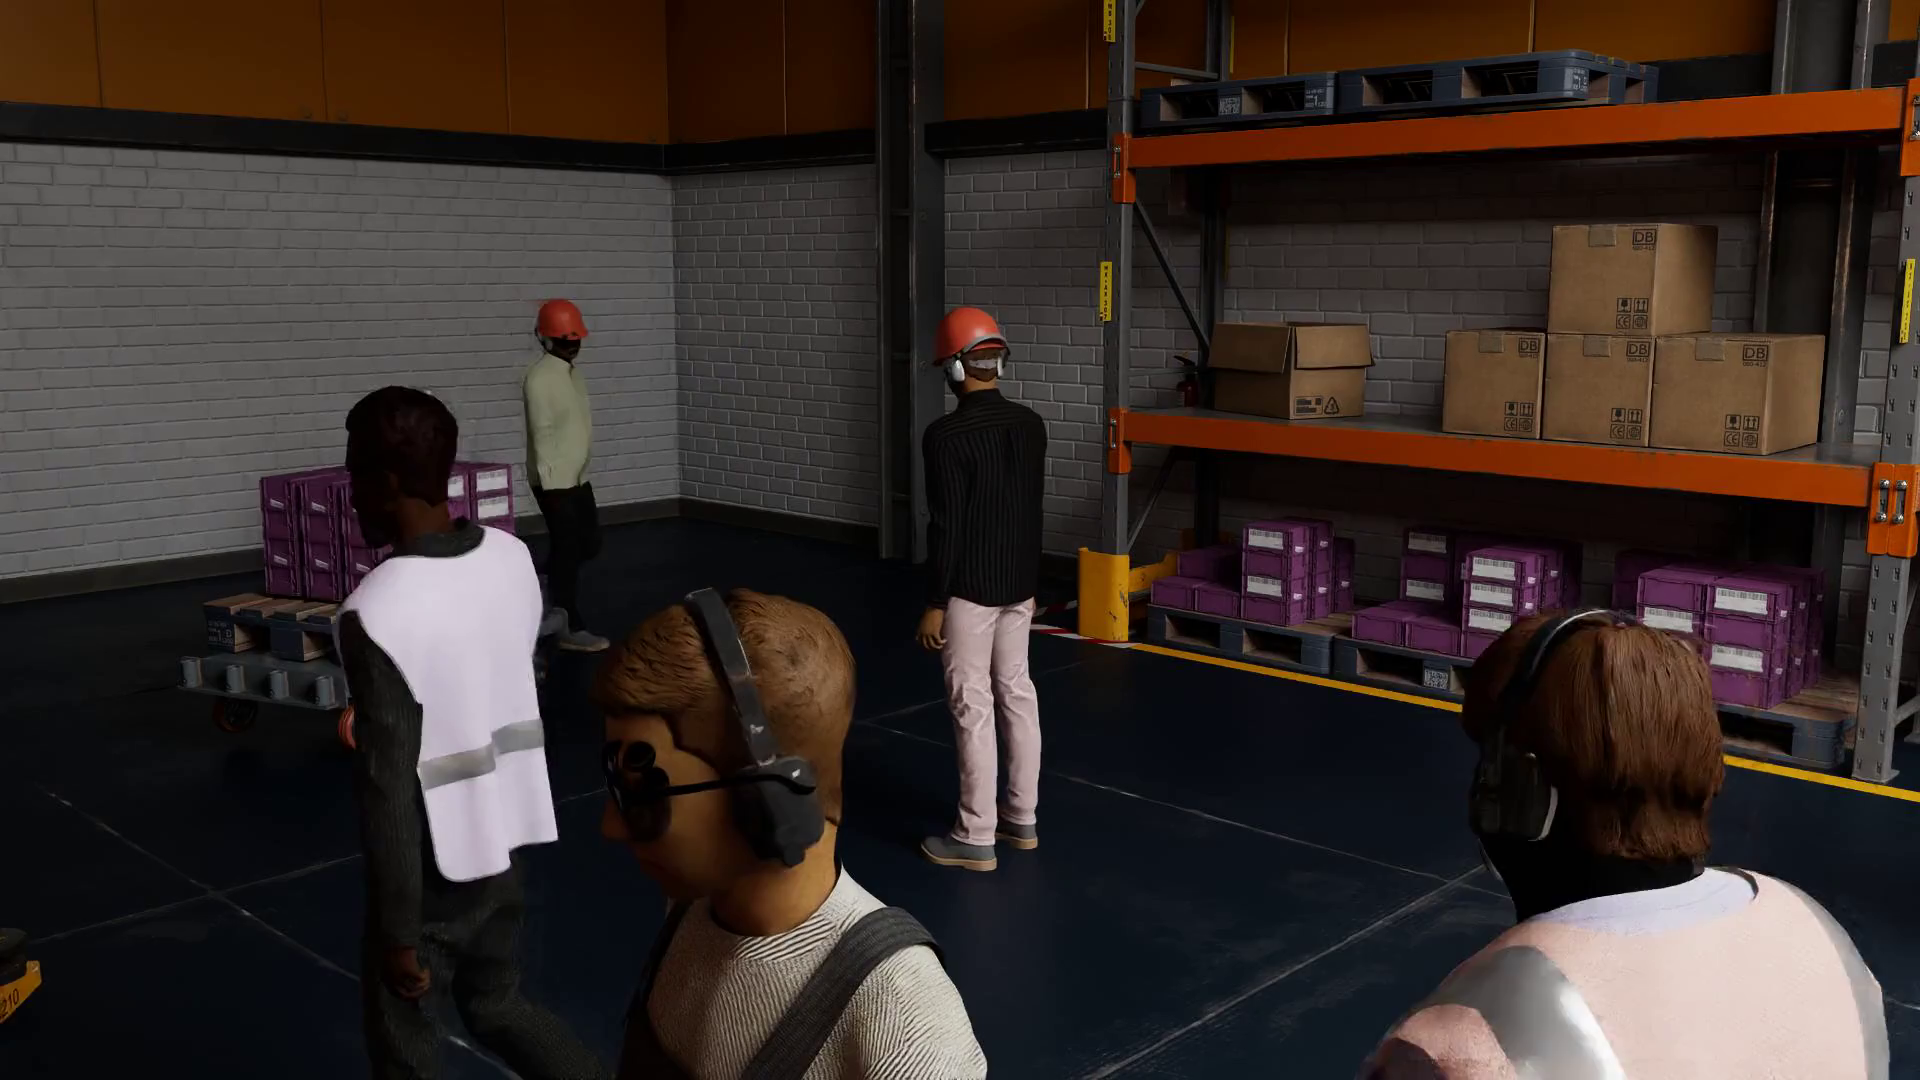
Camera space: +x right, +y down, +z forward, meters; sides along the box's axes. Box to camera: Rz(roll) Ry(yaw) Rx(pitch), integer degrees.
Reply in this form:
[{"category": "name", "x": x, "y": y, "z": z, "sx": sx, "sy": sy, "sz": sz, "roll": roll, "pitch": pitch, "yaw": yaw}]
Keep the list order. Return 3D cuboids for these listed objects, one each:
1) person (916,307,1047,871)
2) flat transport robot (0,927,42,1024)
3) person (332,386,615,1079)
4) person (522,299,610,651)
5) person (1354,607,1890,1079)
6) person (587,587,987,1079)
[{"category": "person", "x": 0.059, "y": 0.174, "z": 5.921, "sx": 0.406, "sy": 1.982, "sz": 0.614, "roll": 8, "pitch": 12, "yaw": 40}, {"category": "flat transport robot", "x": -3.347, "y": 1.270, "z": 4.435, "sx": 1.431, "sy": 0.197, "sz": 0.652, "roll": -1, "pitch": 9, "yaw": -6}, {"category": "person", "x": -0.977, "y": 0.635, "z": 3.360, "sx": 0.724, "sy": 1.901, "sz": 0.611, "roll": 3, "pitch": 10, "yaw": 16}, {"category": "person", "x": -2.245, "y": -0.343, "z": 9.166, "sx": 0.572, "sy": 1.961, "sz": 0.619, "roll": 2, "pitch": 9, "yaw": 12}, {"category": "person", "x": 0.543, "y": 0.953, "z": 1.688, "sx": 0.628, "sy": 1.803, "sz": 0.842, "roll": -5, "pitch": 11, "yaw": -29}, {"category": "person", "x": -0.181, "y": 0.945, "z": 1.635, "sx": 0.343, "sy": 1.839, "sz": 0.506, "roll": -6, "pitch": 11, "yaw": -34}]
